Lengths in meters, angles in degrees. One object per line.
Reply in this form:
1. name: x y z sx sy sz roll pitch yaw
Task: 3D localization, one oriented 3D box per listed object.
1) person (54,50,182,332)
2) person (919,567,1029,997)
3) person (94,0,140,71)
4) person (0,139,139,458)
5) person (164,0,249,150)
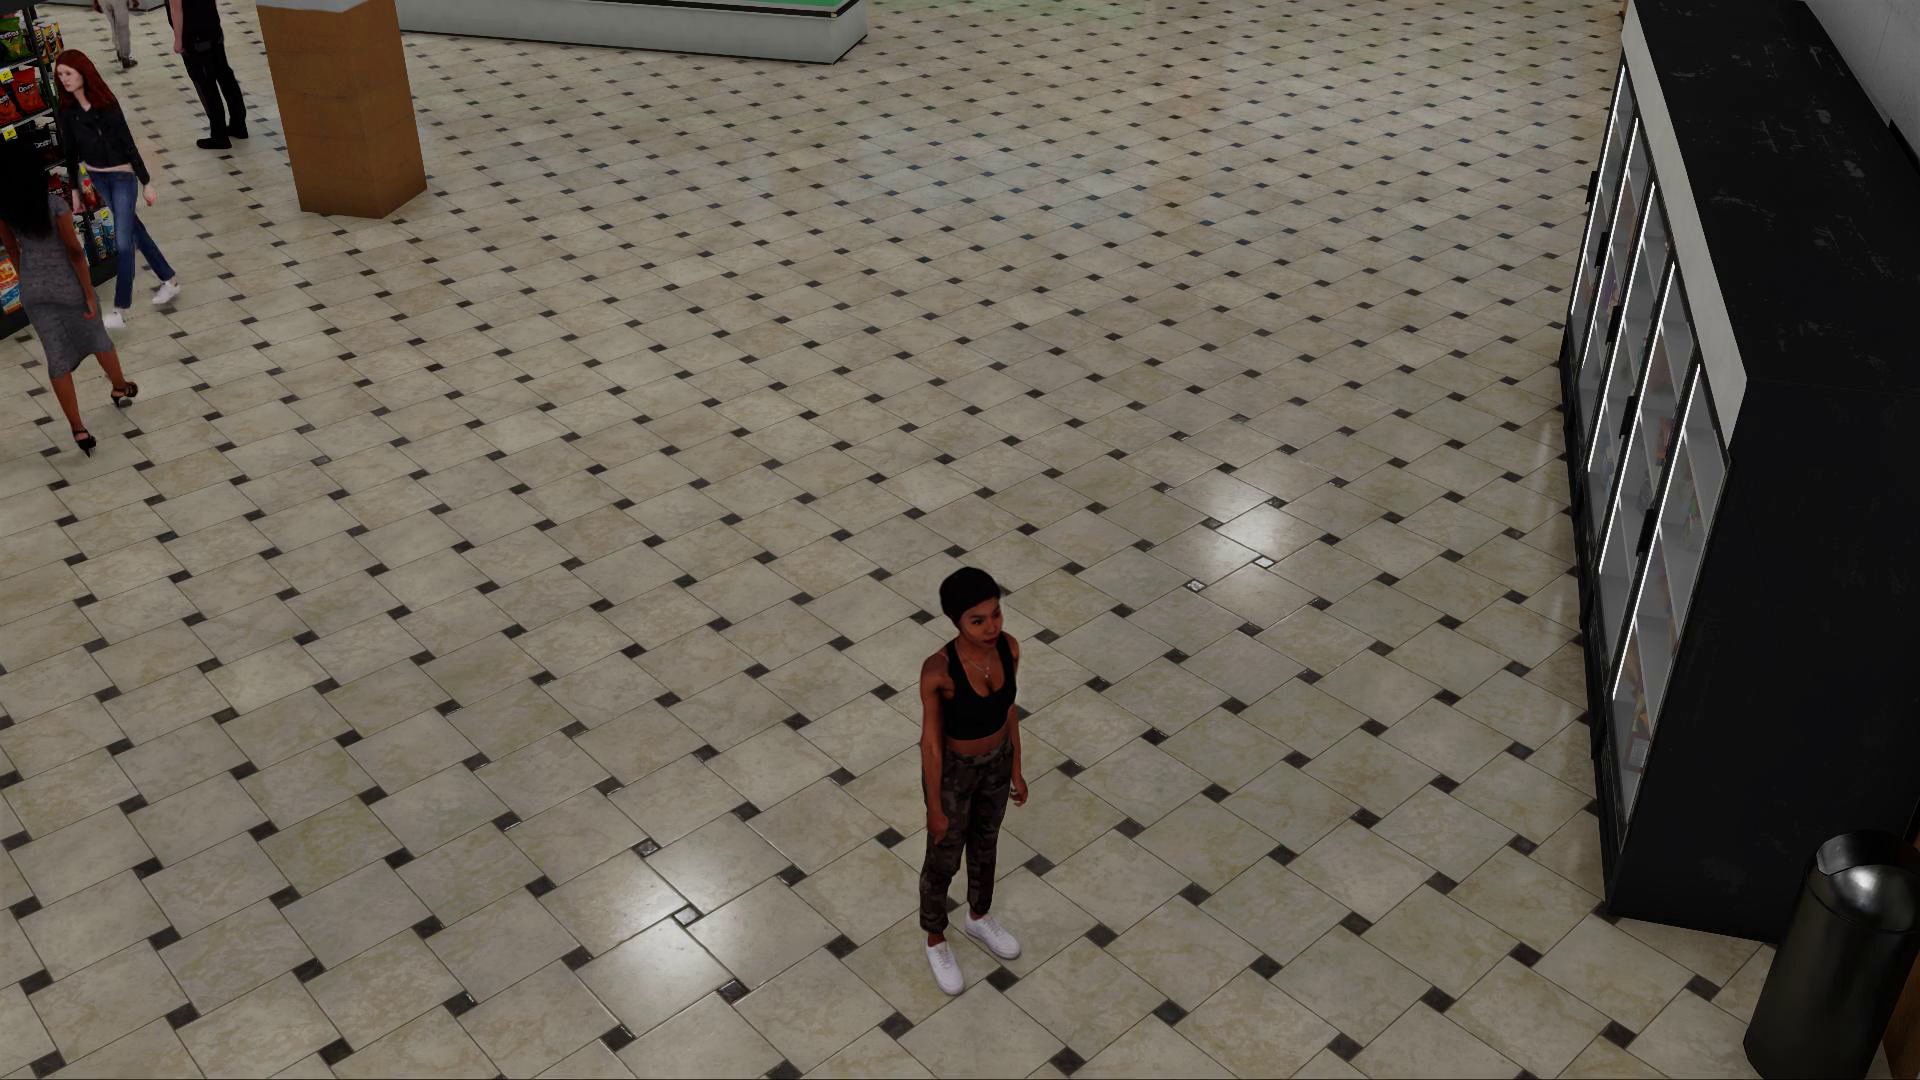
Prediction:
1. person: -5.432 -2.300 10.805 1.070 1.743 0.678 5 32 9
2. person: 0.031 0.824 5.826 0.664 1.700 0.707 -21 38 -30
3. person: -8.052 -5.113 15.745 0.490 1.301 0.587 2 32 3
4. person: -4.991 -1.281 9.163 1.041 1.749 0.926 -6 32 -10
5. person: -6.282 -4.188 13.743 0.559 1.845 0.706 8 33 12
